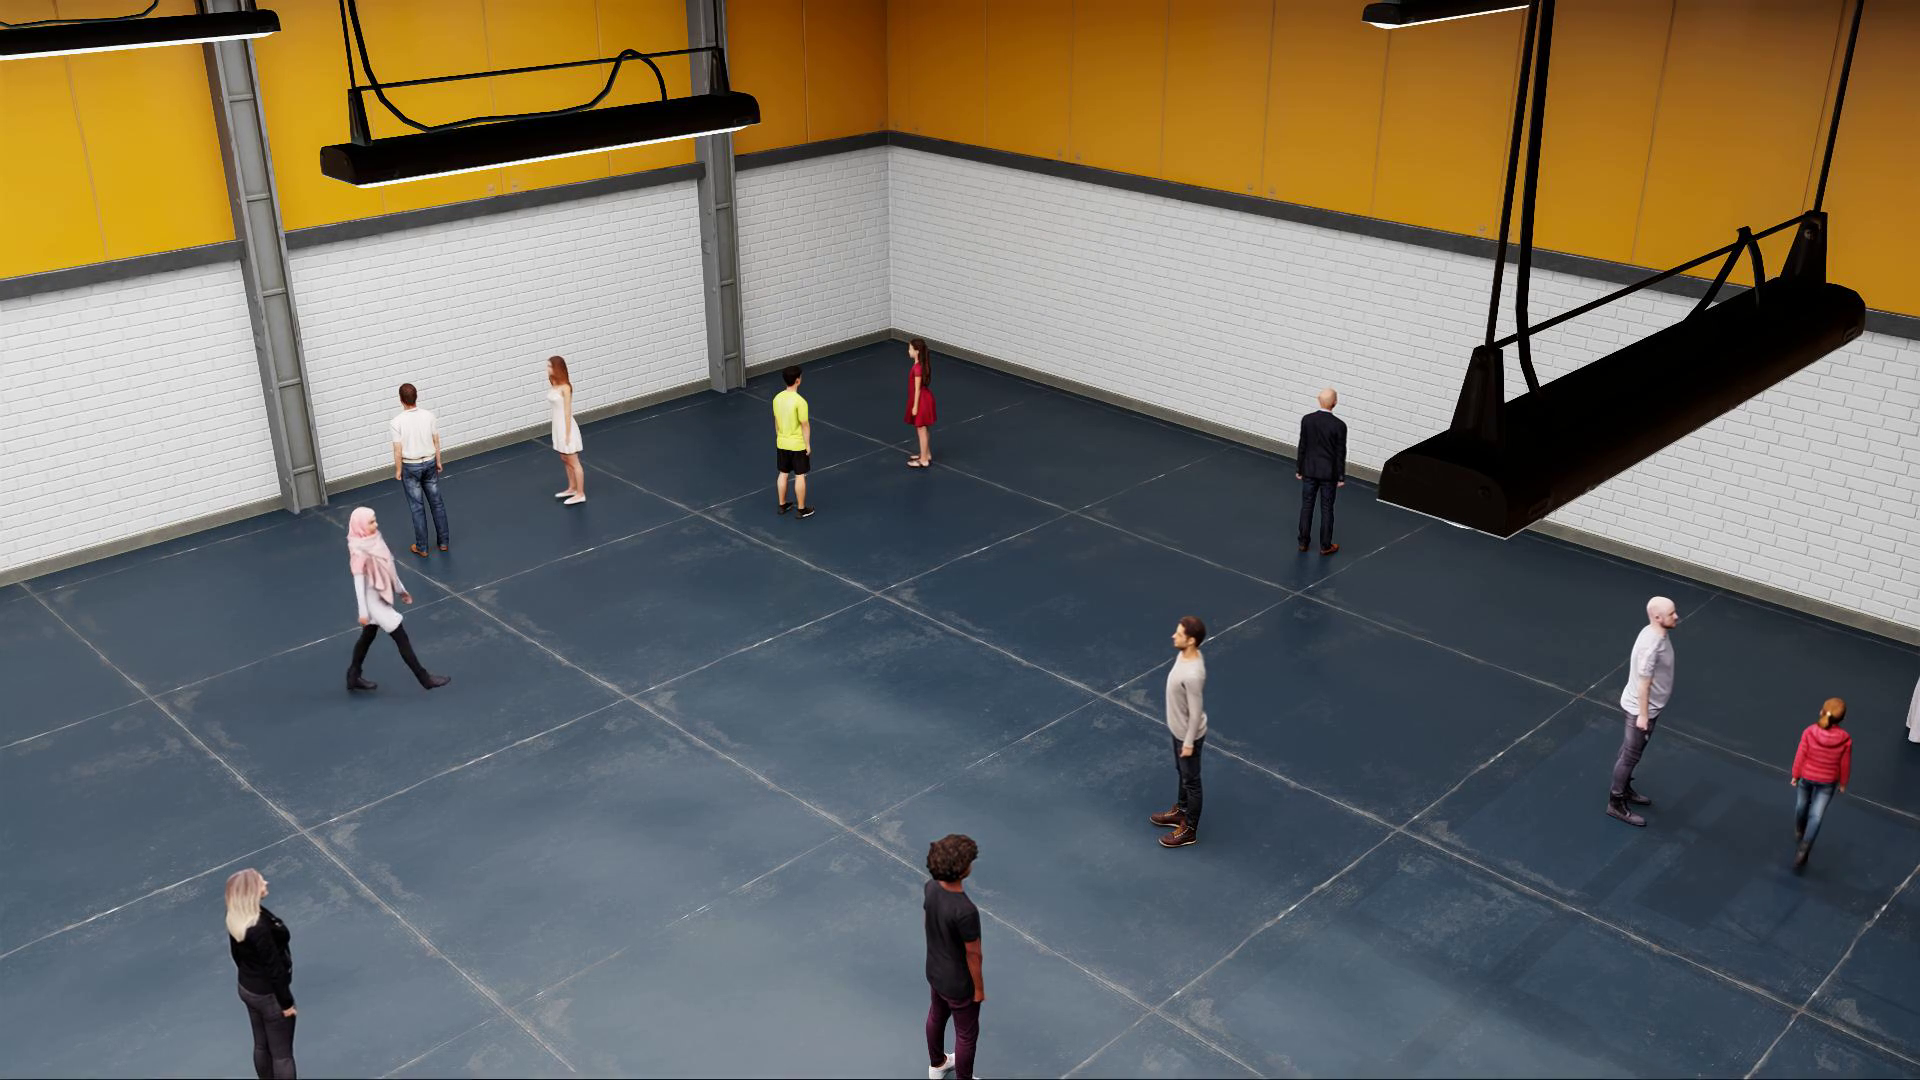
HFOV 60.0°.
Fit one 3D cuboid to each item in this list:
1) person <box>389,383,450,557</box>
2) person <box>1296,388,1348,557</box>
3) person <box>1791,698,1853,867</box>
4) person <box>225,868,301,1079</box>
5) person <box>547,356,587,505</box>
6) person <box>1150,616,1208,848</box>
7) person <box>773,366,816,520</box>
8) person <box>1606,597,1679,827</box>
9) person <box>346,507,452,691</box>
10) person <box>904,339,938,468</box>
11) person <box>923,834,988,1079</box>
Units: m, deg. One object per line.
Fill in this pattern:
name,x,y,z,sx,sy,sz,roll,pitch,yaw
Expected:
person,-5.631,-0.745,17.333,0.529,1.856,0.738,-18,30,-36
person,3.760,-0.719,17.346,0.723,1.800,0.663,14,27,29
person,6.302,1.798,12.223,0.663,1.290,0.961,14,27,29
person,-4.074,2.662,9.753,0.617,1.685,0.551,19,30,36
person,-4.428,-1.255,18.682,0.559,1.711,0.591,-16,28,-33
person,1.694,1.411,12.388,0.785,1.867,0.739,-1,24,-3
person,-1.847,-1.082,18.293,0.656,1.705,0.599,14,27,29
person,5.236,1.267,12.761,0.780,1.832,0.620,13,27,27
person,-5.158,0.565,14.470,1.222,1.749,1.139,-1,24,-2
person,-0.457,-1.644,19.772,0.744,1.551,0.683,3,24,6
person,-0.036,2.536,9.918,0.601,1.784,0.648,-18,29,-35
